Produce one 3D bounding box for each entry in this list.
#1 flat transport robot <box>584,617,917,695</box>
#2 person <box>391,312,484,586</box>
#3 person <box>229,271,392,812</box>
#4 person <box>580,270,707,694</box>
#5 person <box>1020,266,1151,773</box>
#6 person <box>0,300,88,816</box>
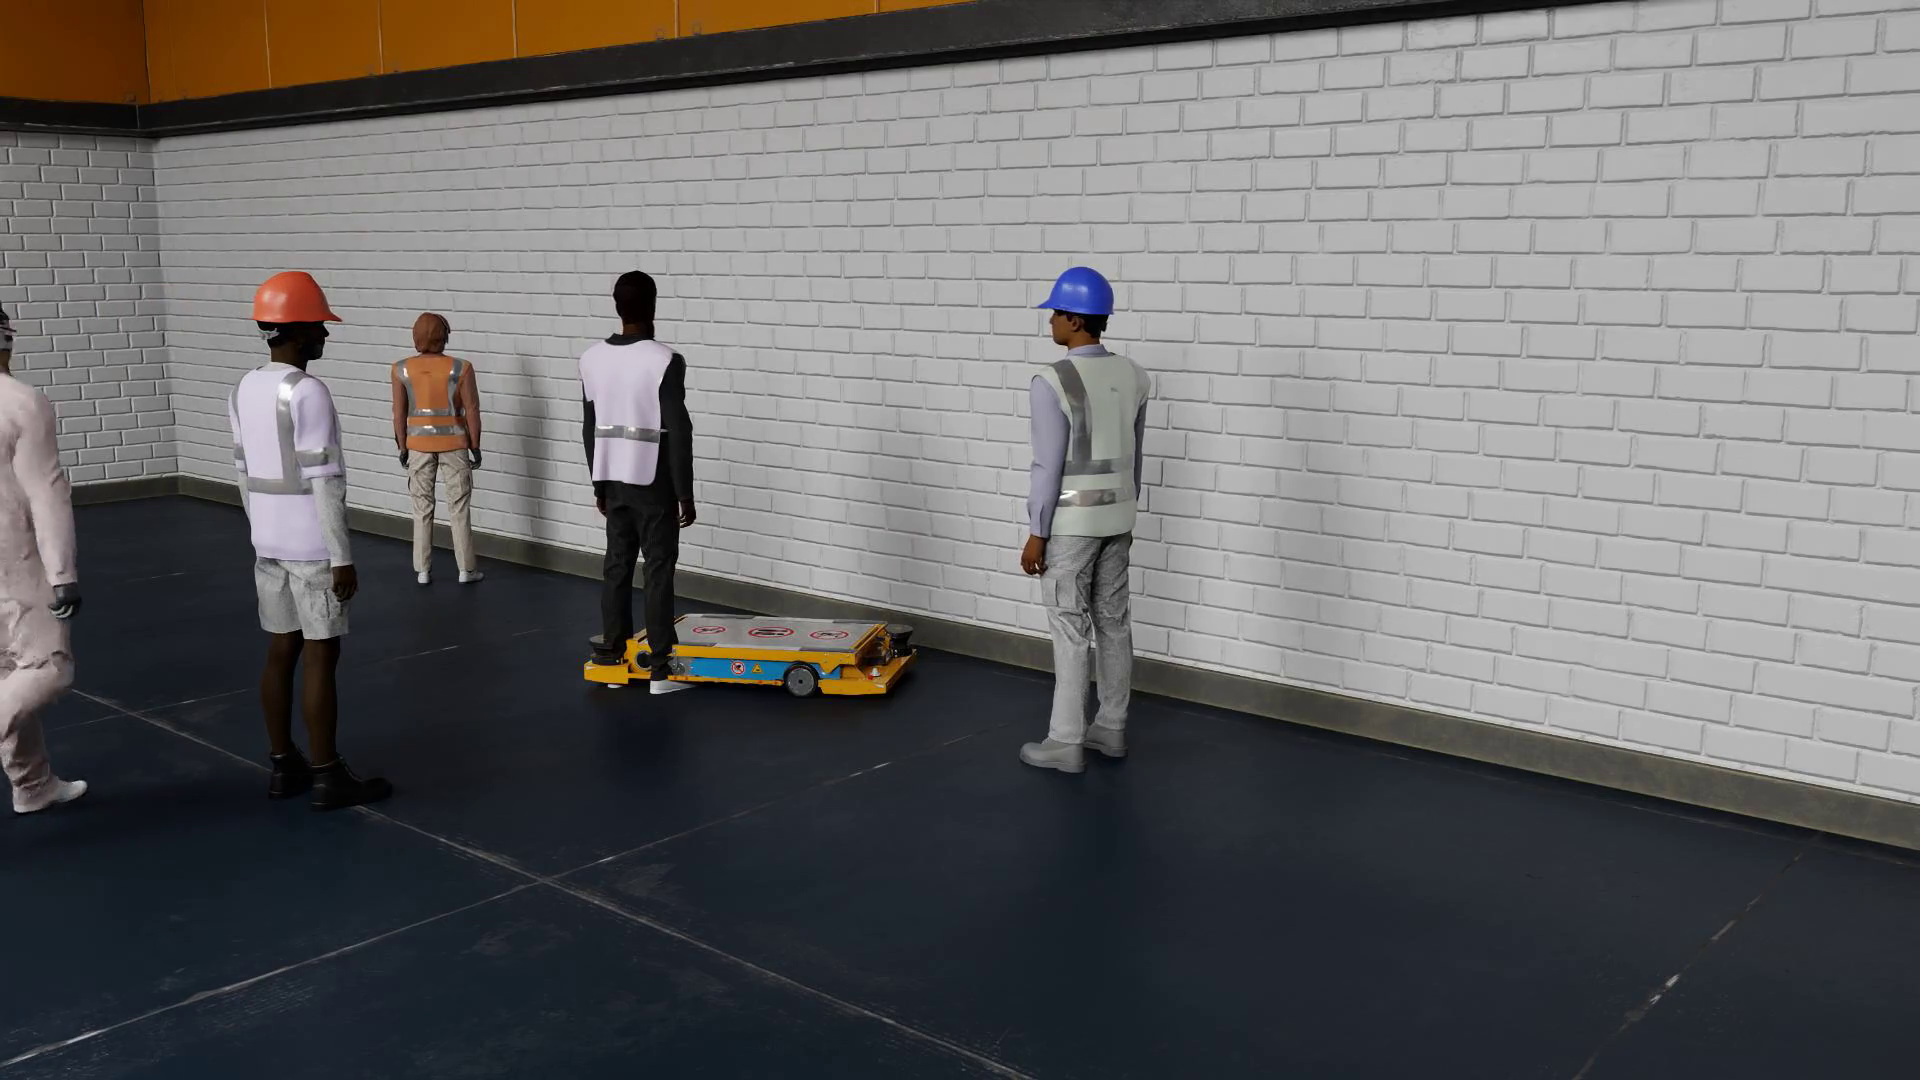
[{"bbox_3d":[-0.970,0.525,7.830,1.431,0.197,0.652,2,10,11],"label":"flat transport robot"},{"bbox_3d":[-3.123,-0.536,9.966,0.514,1.645,0.308,-1,10,-5],"label":"person"},{"bbox_3d":[-2.365,0.010,6.015,0.543,1.939,0.360,7,12,36],"label":"person"},{"bbox_3d":[-1.458,-0.254,7.569,0.591,1.921,0.392,6,11,29],"label":"person"},{"bbox_3d":[0.481,-0.075,6.462,0.607,1.951,0.379,-10,14,-44],"label":"person"},{"bbox_3d":[-3.358,0.095,5.708,0.643,1.879,0.696,3,10,18],"label":"person"}]
